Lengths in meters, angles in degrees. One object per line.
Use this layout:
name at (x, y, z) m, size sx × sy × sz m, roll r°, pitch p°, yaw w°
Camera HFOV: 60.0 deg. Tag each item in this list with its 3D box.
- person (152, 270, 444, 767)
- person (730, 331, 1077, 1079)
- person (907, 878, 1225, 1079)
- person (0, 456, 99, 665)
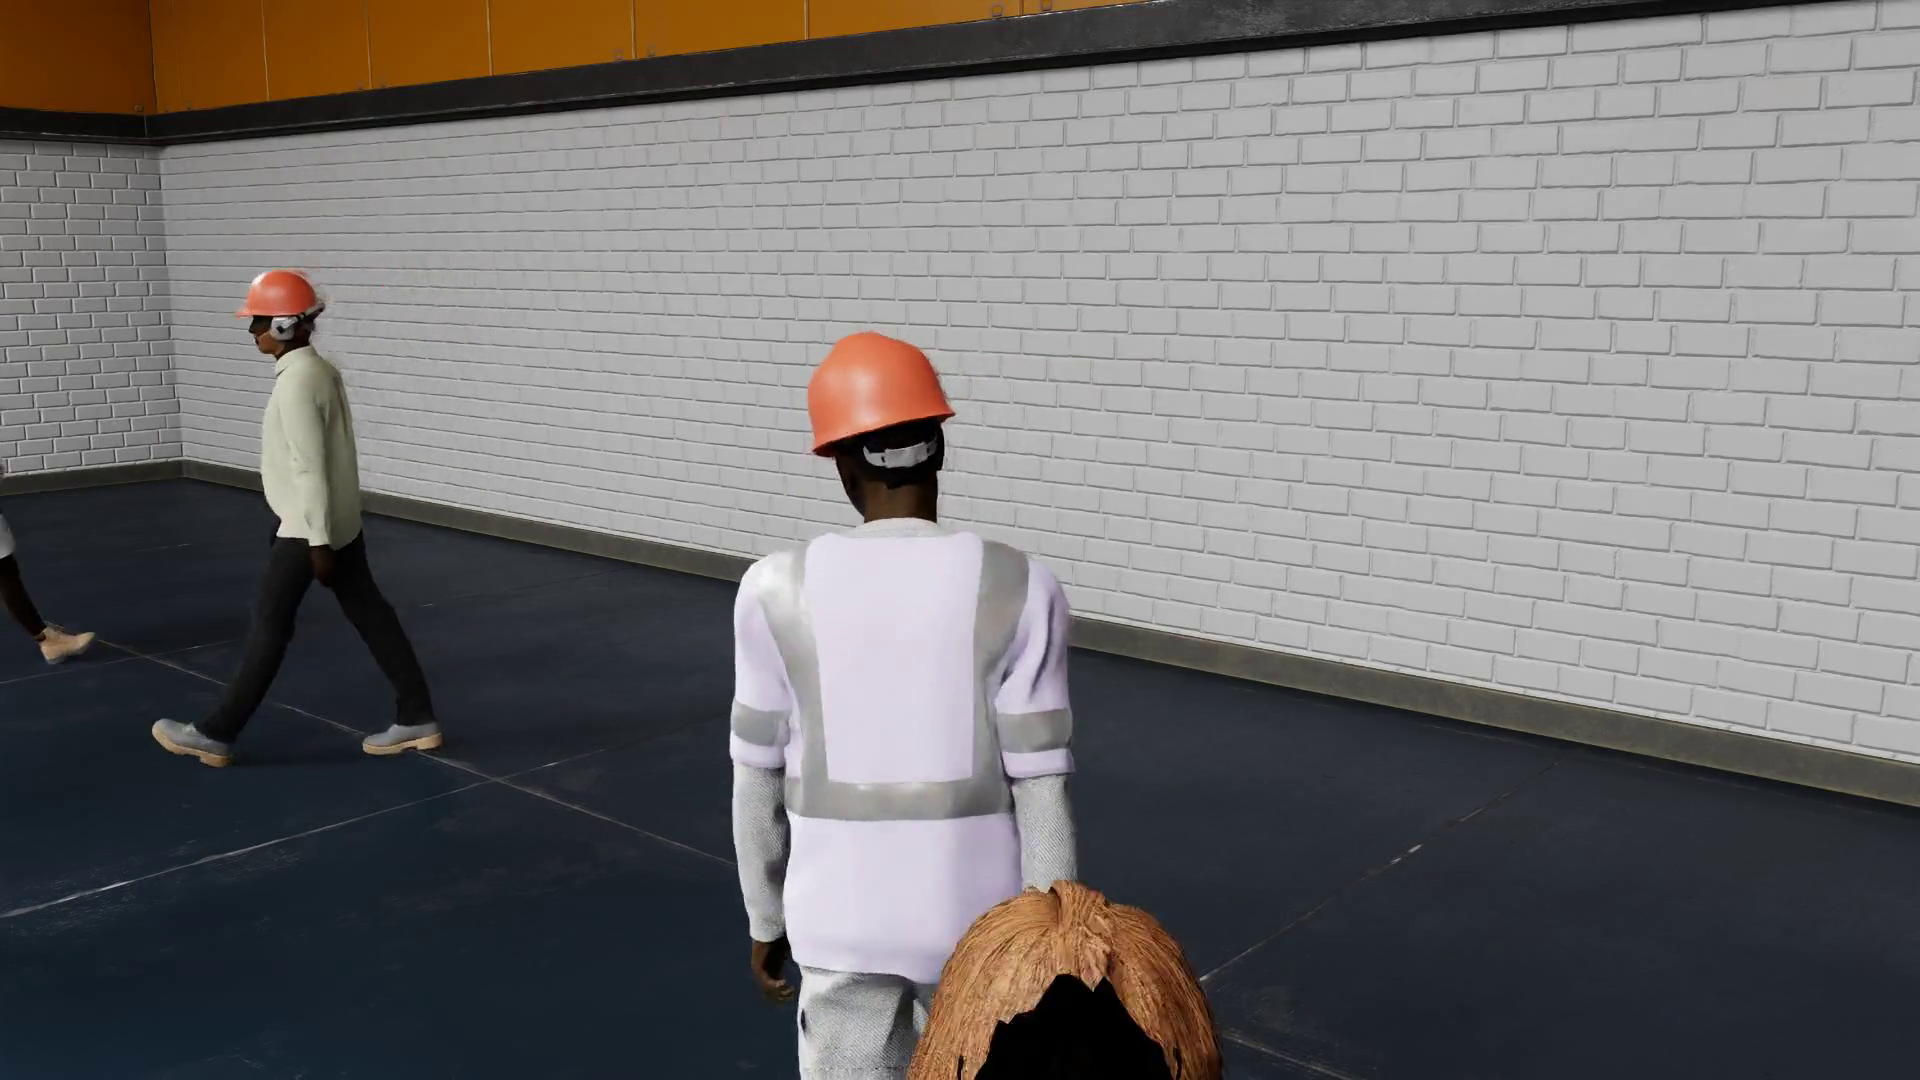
person at (-2.588, -0.073, 6.491) m, size 1.089 × 1.931 × 0.615 m, roll -1°, pitch 10°, yaw -7°
person at (-0.090, 0.610, 2.742) m, size 0.565 × 1.875 × 0.966 m, roll 0°, pitch 10°, yaw 0°
person at (0.077, 1.031, 1.118) m, size 0.505 × 1.611 × 0.677 m, roll 2°, pitch 10°, yaw 11°
person at (-4.690, -0.186, 7.918) m, size 0.880 × 1.649 × 0.544 m, roll -7°, pitch 12°, yaw -33°
